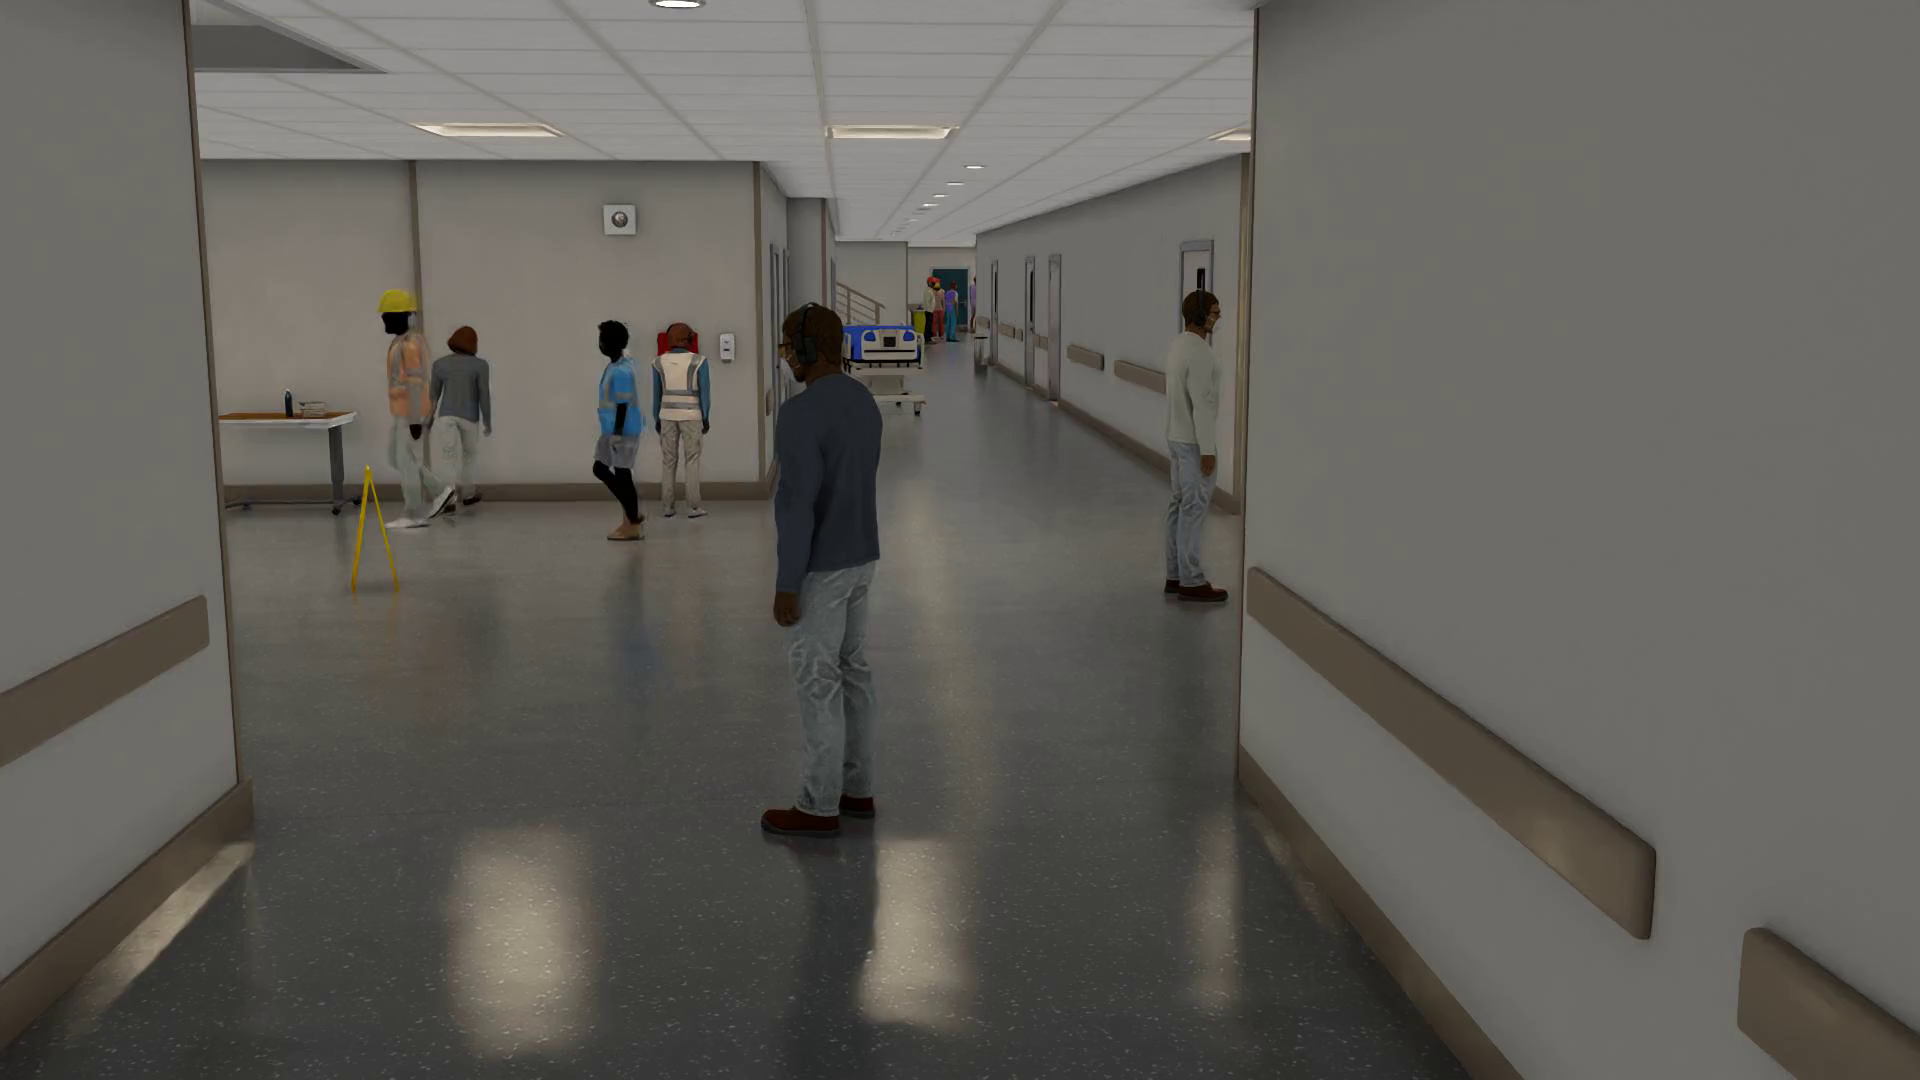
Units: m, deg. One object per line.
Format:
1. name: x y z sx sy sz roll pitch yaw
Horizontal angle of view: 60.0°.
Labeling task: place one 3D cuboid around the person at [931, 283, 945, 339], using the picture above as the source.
1. person: -0.730 -7.239 52.666 0.523 1.769 0.315 -4 10 -23

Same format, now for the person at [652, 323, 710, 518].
1. person: -2.335 -0.999 13.941 0.507 1.629 0.324 2 9 14

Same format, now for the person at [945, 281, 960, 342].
1. person: -0.251 -6.936 50.558 0.377 1.835 0.566 -7 11 -36

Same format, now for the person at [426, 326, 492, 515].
1. person: -4.275 -1.025 14.201 0.580 1.574 0.805 0 9 -3

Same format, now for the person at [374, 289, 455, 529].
1. person: -4.385 -1.040 13.284 0.499 1.913 0.614 -4 10 -25

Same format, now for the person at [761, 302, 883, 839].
1. person: -0.488 0.110 6.044 0.386 1.929 0.635 4 10 21

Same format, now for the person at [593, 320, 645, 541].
1. person: -2.606 -0.825 12.624 0.367 1.682 0.544 -3 10 -20

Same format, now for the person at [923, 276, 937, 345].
1. person: -0.867 -6.664 48.383 0.398 1.989 0.617 1 9 9

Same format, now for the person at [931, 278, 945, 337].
1. person: -0.762 -7.610 54.512 0.542 1.928 0.400 -2 9 -12

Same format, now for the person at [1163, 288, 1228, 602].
1. person: 1.465 -0.589 10.375 0.364 1.939 0.636 -1 9 -9
